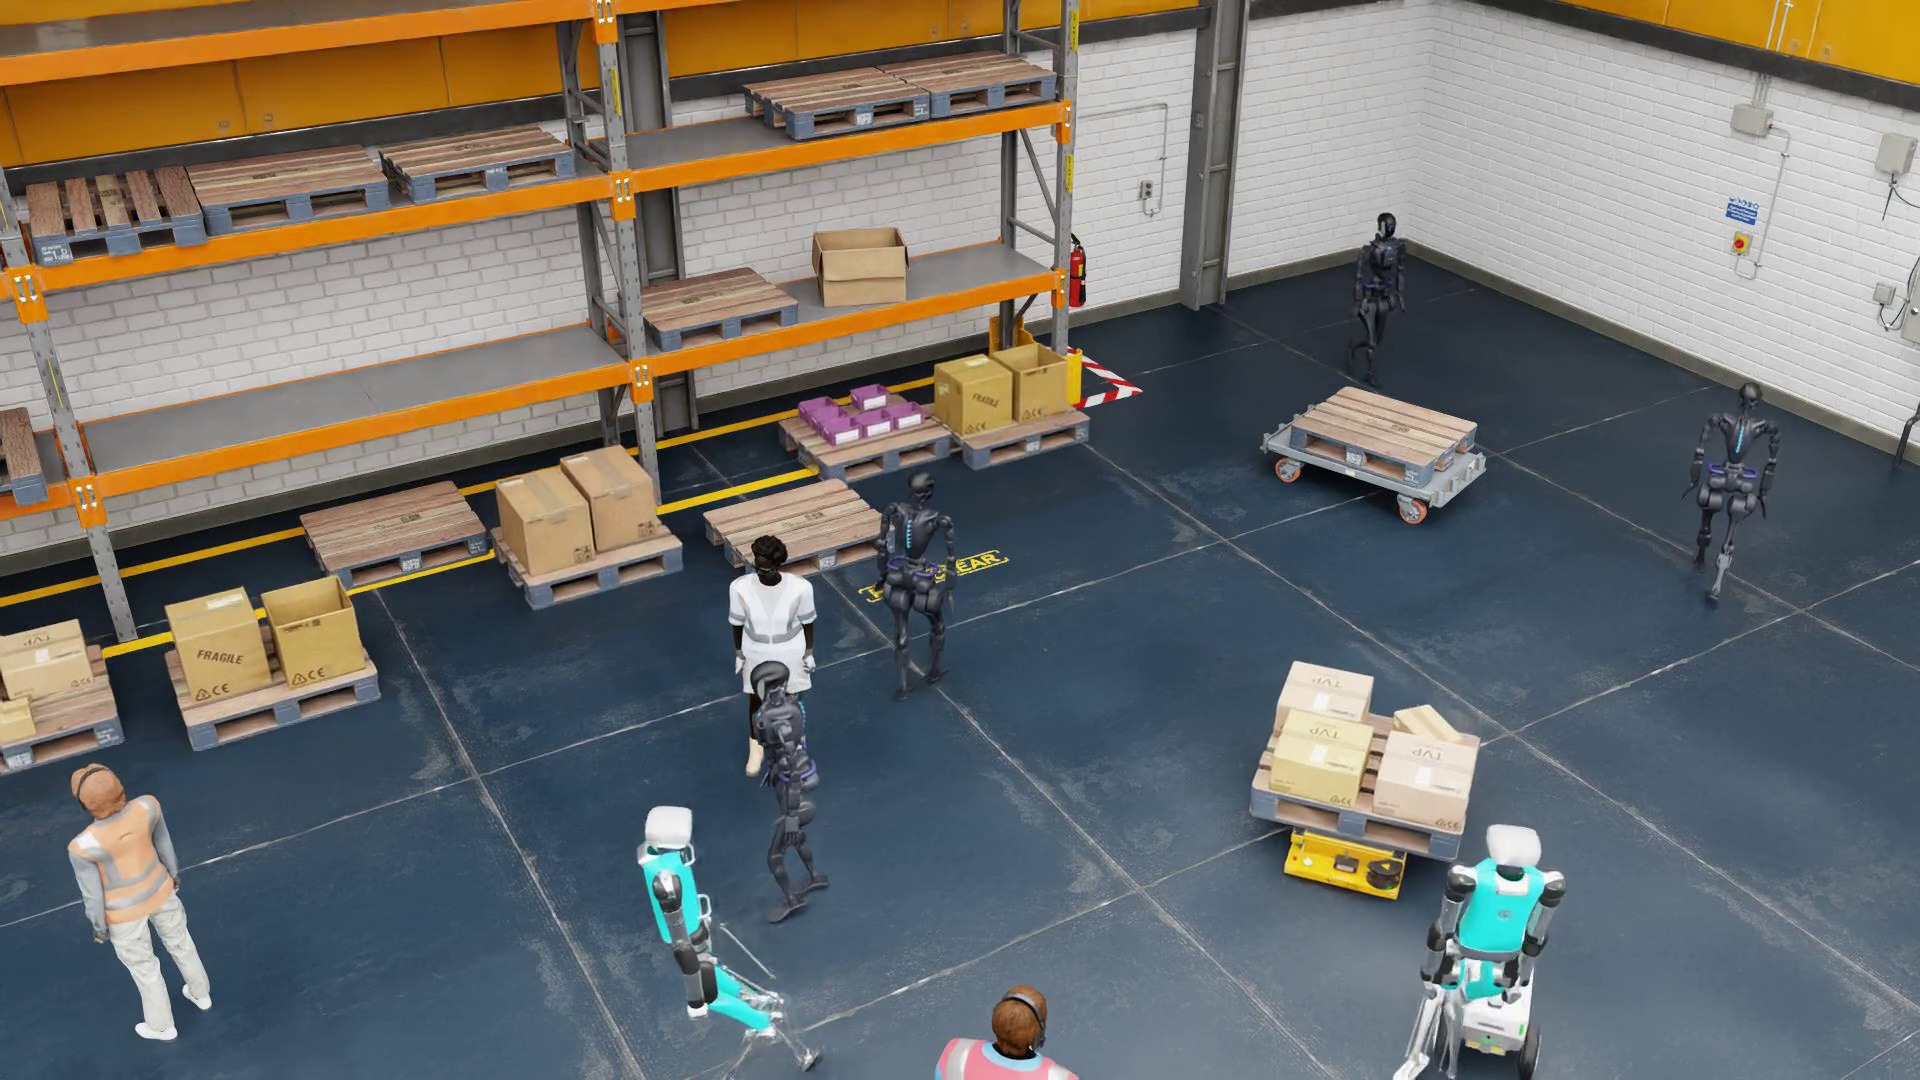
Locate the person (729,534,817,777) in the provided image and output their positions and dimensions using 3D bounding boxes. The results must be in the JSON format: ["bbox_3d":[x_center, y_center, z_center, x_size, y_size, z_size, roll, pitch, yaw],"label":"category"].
[{"bbox_3d":[-1.144,0.706,10.268,0.534,1.699,0.322,-1,29,-1],"label":"person"}]

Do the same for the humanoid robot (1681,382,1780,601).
[{"bbox_3d":[5.662,-0.378,12.255,0.592,1.636,0.757,12,32,20],"label":"humanoid robot"}]

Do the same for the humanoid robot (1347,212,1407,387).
[{"bbox_3d":[3.882,-2.312,15.668,0.609,1.637,0.700,-13,32,-21],"label":"humanoid robot"}]

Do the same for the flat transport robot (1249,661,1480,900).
[{"bbox_3d":[2.448,1.610,10.124,0.659,0.231,1.431,11,31,19],"label":"flat transport robot"}]

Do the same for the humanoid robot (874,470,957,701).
[{"bbox_3d":[-0.292,0.274,11.067,0.608,1.645,0.566,11,31,19],"label":"humanoid robot"}]

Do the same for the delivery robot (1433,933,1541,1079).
[{"bbox_3d":[2.748,2.336,8.558,0.499,0.604,0.808,10,31,18],"label":"delivery robot"}]

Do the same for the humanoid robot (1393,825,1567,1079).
[{"bbox_3d":[2.442,1.996,8.006,0.548,1.844,0.745,1,29,2],"label":"humanoid robot"}]

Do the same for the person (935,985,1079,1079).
[{"bbox_3d":[0.214,2.564,6.854,0.628,1.835,0.431,10,31,18],"label":"person"}]

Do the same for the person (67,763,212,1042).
[{"bbox_3d":[-4.132,1.821,8.357,0.309,1.636,0.521,14,32,23],"label":"person"}]

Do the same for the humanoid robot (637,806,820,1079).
[{"bbox_3d":[-1.050,2.030,7.967,0.839,1.875,0.551,-6,30,-11],"label":"humanoid robot"}]

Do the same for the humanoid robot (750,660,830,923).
[{"bbox_3d":[-0.948,1.345,9.167,0.467,1.636,0.594,-11,31,-19],"label":"humanoid robot"}]
